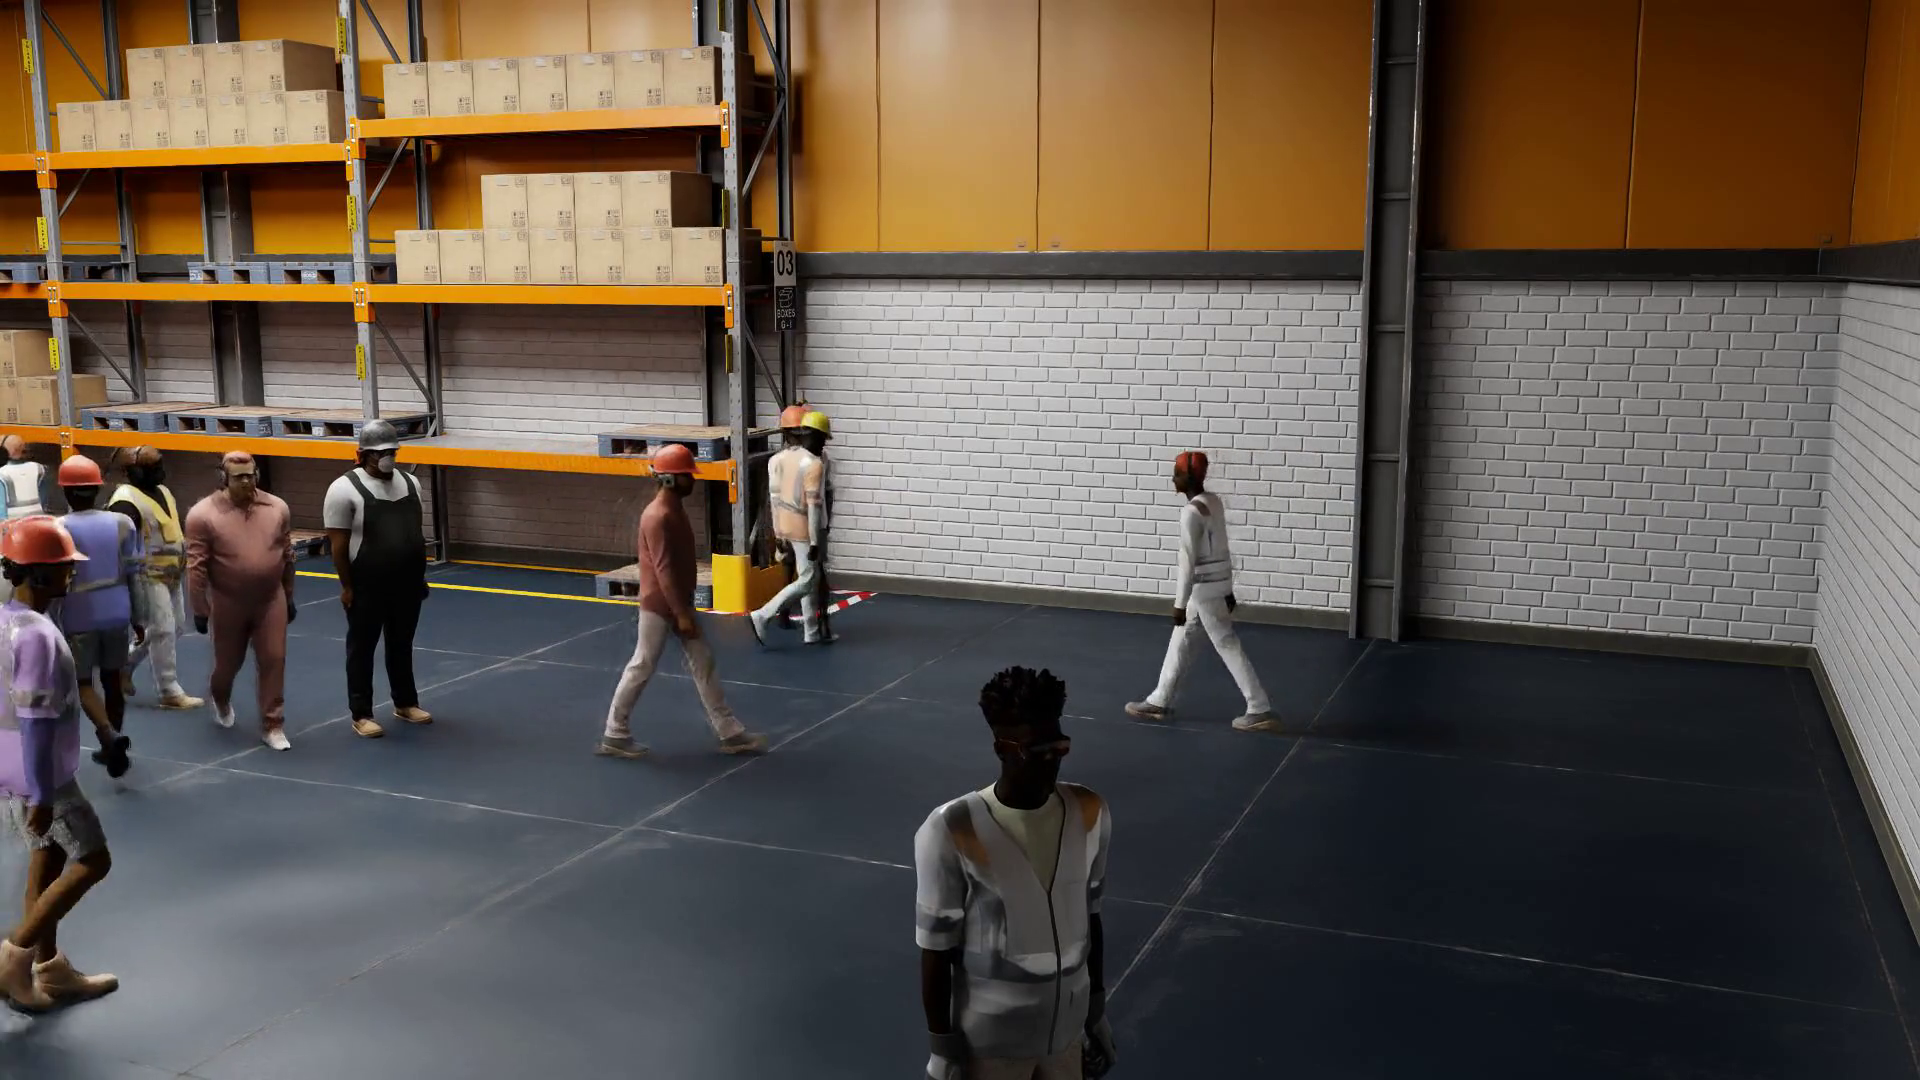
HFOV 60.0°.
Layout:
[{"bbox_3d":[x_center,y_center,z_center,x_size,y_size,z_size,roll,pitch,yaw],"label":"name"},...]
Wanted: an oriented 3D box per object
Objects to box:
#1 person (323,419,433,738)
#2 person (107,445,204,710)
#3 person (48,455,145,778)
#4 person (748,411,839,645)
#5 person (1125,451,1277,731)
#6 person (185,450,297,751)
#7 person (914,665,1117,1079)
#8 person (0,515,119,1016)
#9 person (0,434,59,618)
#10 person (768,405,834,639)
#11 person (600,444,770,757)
[{"bbox_3d":[-3.695,0.231,10.744,0.536,2.000,0.680,7,12,36],"label":"person"},{"bbox_3d":[-5.514,0.257,11.246,0.636,1.821,0.638,0,9,-1],"label":"person"},{"bbox_3d":[-5.046,0.463,9.744,0.719,1.919,0.551,9,13,43],"label":"person"},{"bbox_3d":[-1.307,-0.066,13.044,0.749,1.876,0.646,-5,11,-28],"label":"person"},{"bbox_3d":[1.609,0.333,10.806,1.031,1.825,0.587,4,10,21],"label":"person"},{"bbox_3d":[-4.523,0.360,10.485,0.654,1.876,0.809,-7,12,-38],"label":"person"},{"bbox_3d":[0.163,1.299,4.495,0.607,1.966,0.367,-6,11,-32],"label":"person"},{"bbox_3d":[-3.672,0.912,6.645,0.489,2.031,0.605,-8,12,-41],"label":"person"},{"bbox_3d":[-7.966,-0.110,14.167,0.868,1.596,0.514,5,11,28],"label":"person"},{"bbox_3d":[-1.282,-0.144,13.478,0.554,1.899,0.954,-3,10,-17],"label":"person"},{"bbox_3d":[-1.739,0.389,10.117,1.043,1.942,0.615,2,10,10],"label":"person"}]
